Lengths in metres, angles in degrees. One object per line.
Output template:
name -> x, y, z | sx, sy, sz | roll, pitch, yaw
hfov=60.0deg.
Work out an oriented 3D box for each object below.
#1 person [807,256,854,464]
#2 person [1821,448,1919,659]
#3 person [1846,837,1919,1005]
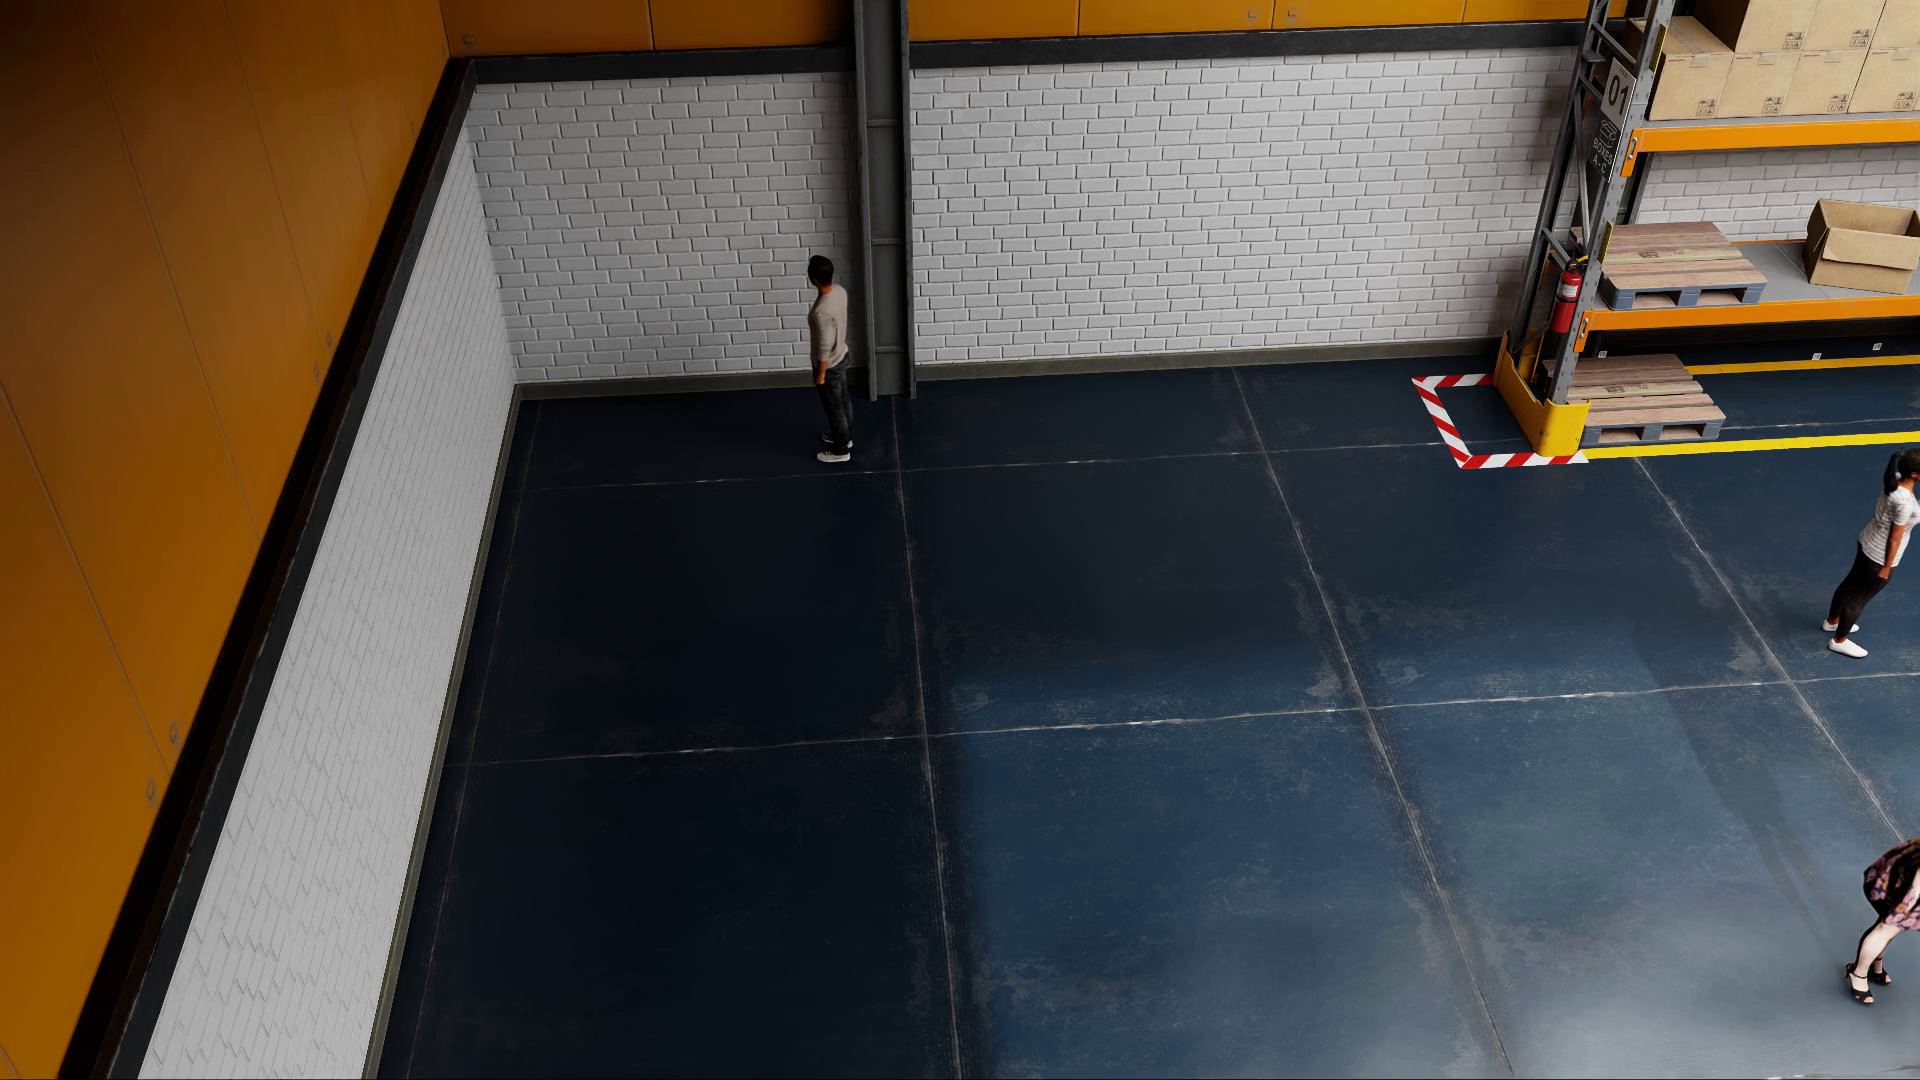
person -> -0.998, -1.418, 13.052 | 0.666, 1.804, 0.714 | 8, 39, 10
person -> 6.251, 0.061, 11.325 | 0.622, 1.647, 0.628 | 8, 39, 10
person -> 5.212, 1.840, 8.997 | 0.771, 1.774, 0.853 | -24, 44, -27
